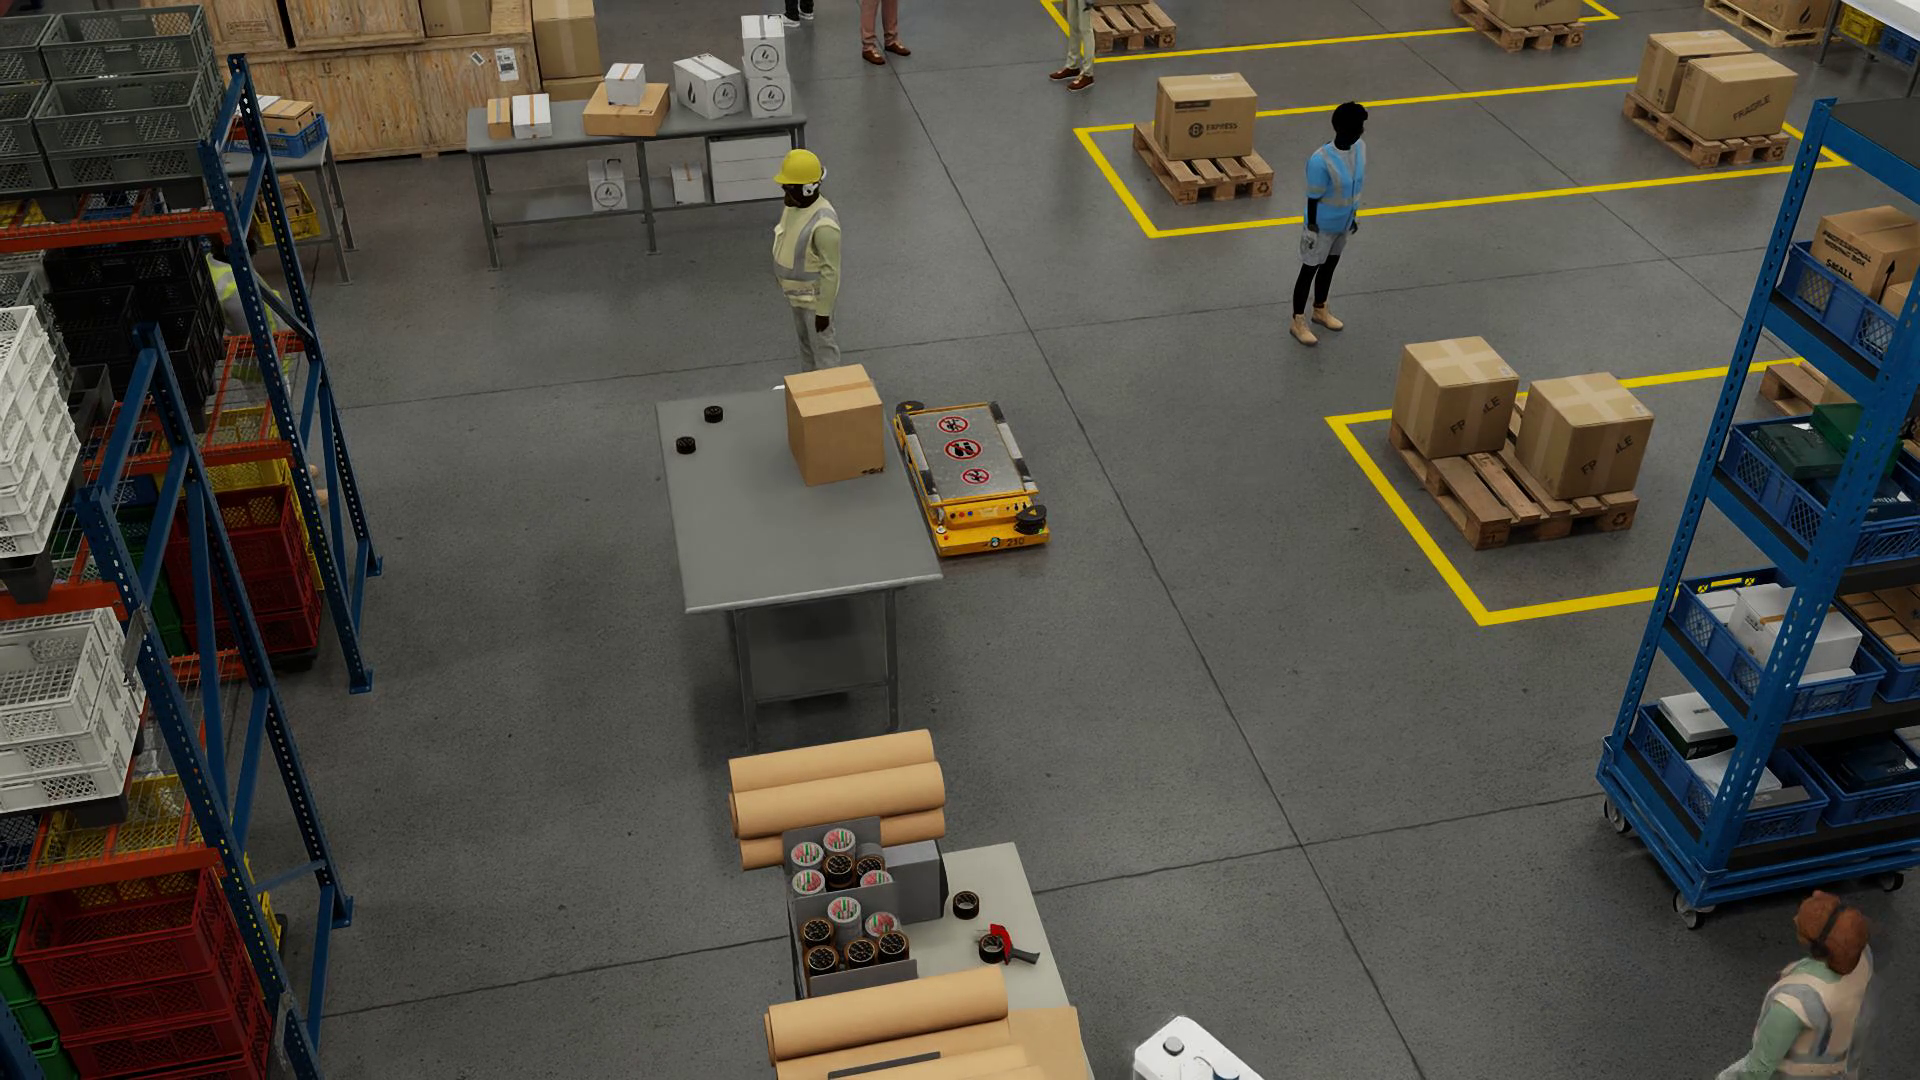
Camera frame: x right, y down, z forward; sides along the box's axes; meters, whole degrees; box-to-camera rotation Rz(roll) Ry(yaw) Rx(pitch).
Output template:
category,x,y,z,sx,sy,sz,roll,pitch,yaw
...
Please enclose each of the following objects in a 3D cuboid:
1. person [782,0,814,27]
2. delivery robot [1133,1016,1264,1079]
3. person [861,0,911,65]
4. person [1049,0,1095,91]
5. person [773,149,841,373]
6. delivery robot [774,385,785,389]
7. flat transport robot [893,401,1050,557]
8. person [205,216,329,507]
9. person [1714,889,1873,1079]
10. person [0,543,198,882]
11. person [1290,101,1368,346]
category,x,y,z,sx,sy,sz,roll,pitch,yaw
person,-1.660,-6.004,16.230,0.372,1.916,0.596,22,42,27
delivery robot,0.993,2.152,6.326,0.477,0.478,0.707,-28,45,-32
person,-0.709,-5.414,15.457,0.401,1.900,0.636,30,46,34
person,1.063,-4.983,14.904,0.328,1.865,0.517,-17,40,-21
person,-0.944,-1.558,10.326,0.404,1.833,0.590,-17,40,-22
delivery robot,-0.932,-0.695,10.153,0.477,0.478,0.707,-9,38,-12
flat transport robot,0.046,-0.430,10.108,0.652,0.197,1.431,-8,37,-10
person,-4.025,-1.025,9.607,0.430,1.838,0.619,-22,42,-26
person,2.983,1.899,5.881,0.523,1.589,0.891,-28,45,-32
person,-3.782,0.711,7.188,0.632,1.940,0.372,-10,38,-14
person,2.504,-2.148,11.234,0.532,1.693,0.319,-28,45,-32
